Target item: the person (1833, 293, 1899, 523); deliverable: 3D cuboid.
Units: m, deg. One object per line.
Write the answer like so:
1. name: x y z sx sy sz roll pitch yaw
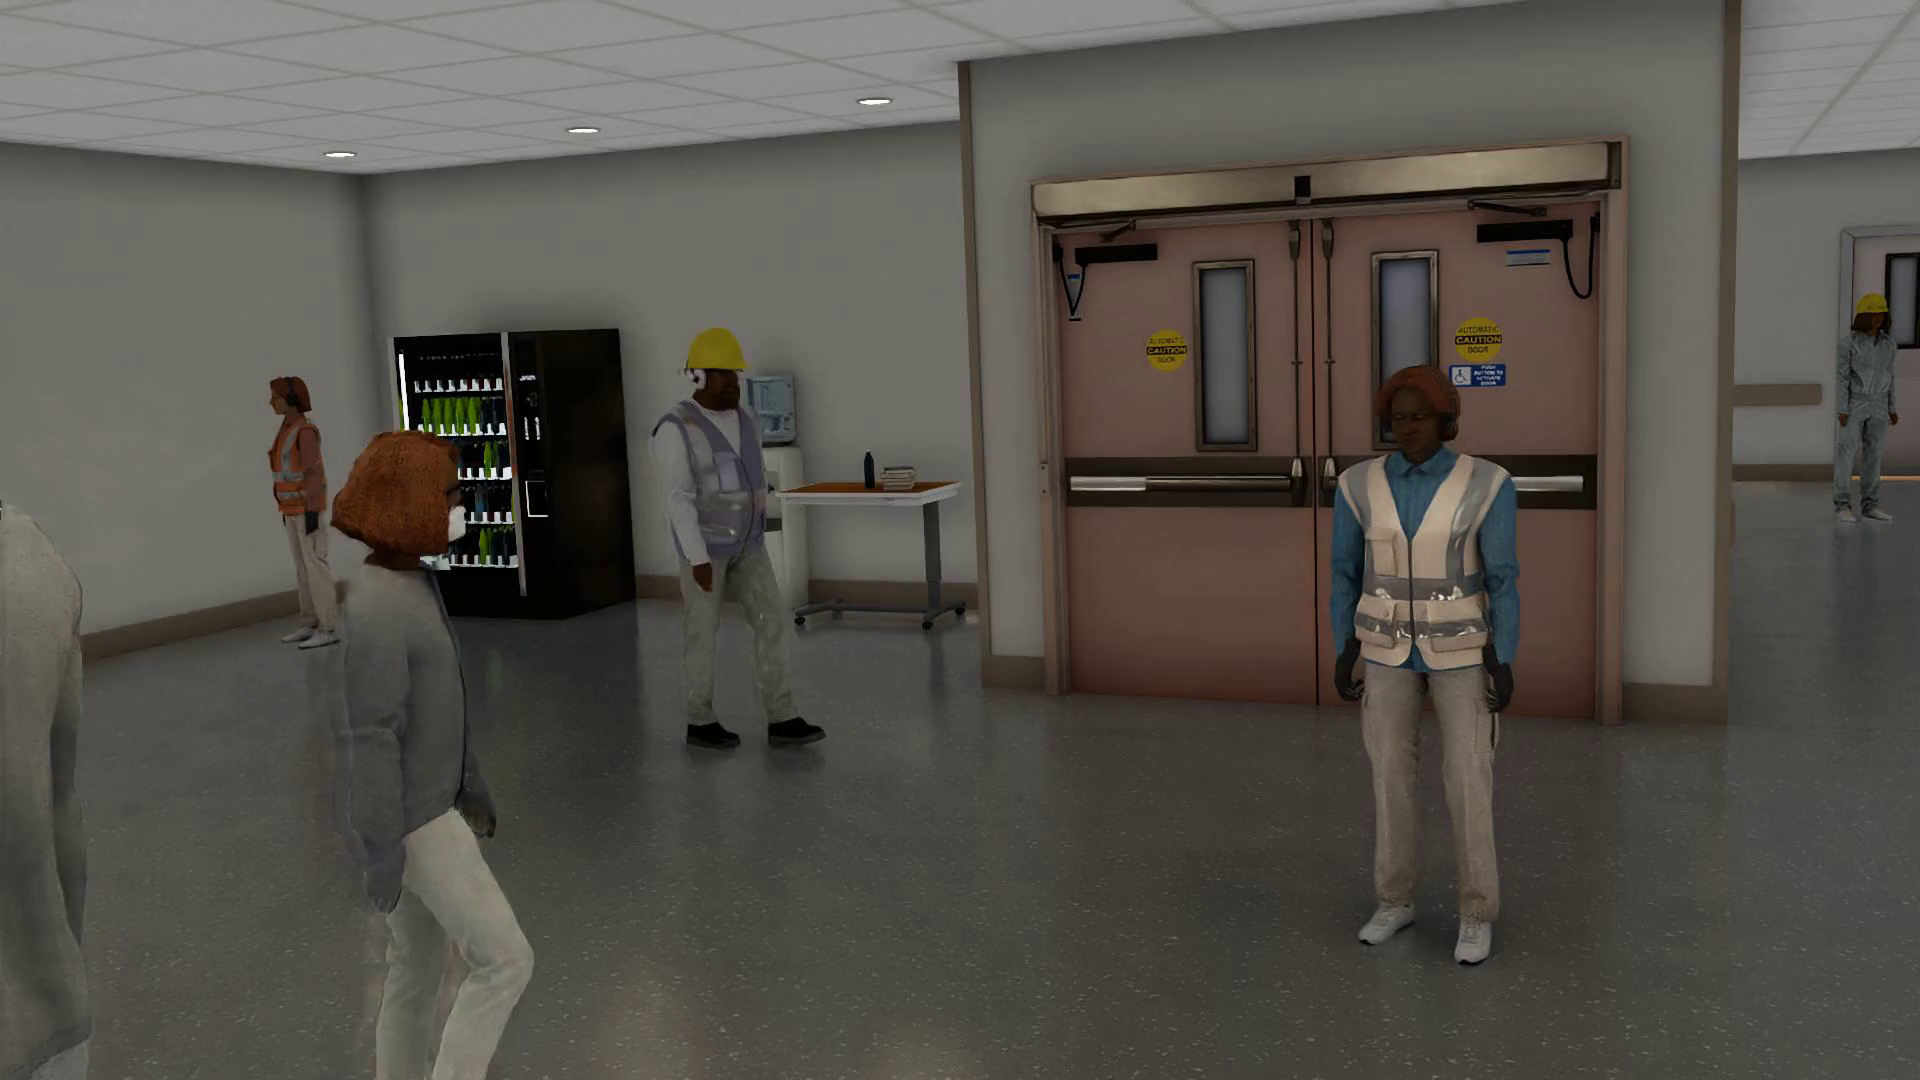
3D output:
1. person: 6.914 -1.000 12.666 0.483 1.745 0.299 -3 7 -8

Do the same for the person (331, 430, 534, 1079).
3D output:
1. person: -1.077 0.582 3.464 0.451 1.619 0.503 -4 8 -15

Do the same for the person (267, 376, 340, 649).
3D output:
1. person: -3.974 -0.169 10.045 0.307 1.639 0.525 -8 9 -38

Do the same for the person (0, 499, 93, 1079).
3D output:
1. person: -1.189 0.633 1.863 0.377 1.940 0.629 -2 7 5

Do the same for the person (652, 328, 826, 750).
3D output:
1. person: -0.919 0.015 7.025 0.775 1.803 0.599 3 9 38

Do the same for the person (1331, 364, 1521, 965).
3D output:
1. person: 1.285 0.333 4.592 0.519 1.631 0.316 2 9 32
